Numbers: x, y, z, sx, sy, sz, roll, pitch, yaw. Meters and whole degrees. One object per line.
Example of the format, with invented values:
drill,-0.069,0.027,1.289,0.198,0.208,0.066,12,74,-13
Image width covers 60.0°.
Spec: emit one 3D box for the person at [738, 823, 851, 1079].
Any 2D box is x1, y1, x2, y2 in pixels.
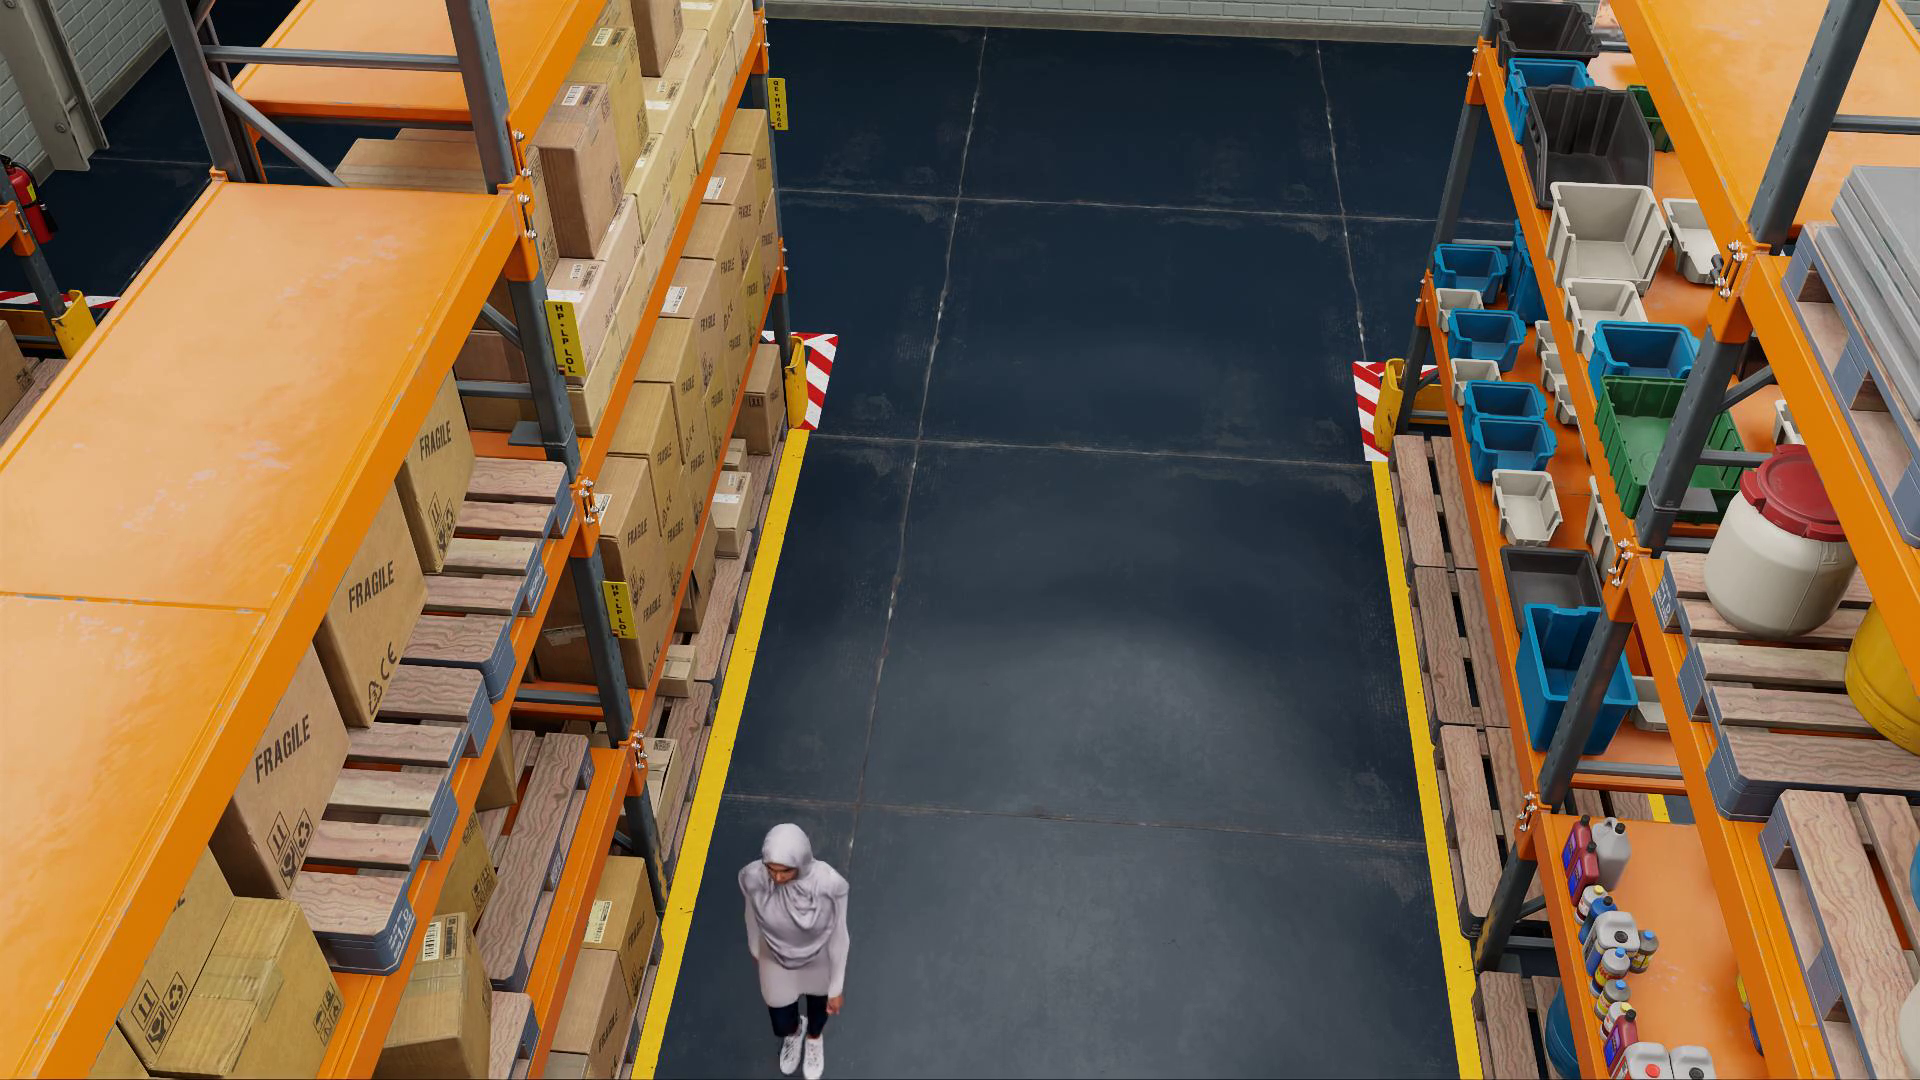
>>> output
person,-0.658,1.700,7.097,0.617,1.763,0.607,3,43,3
